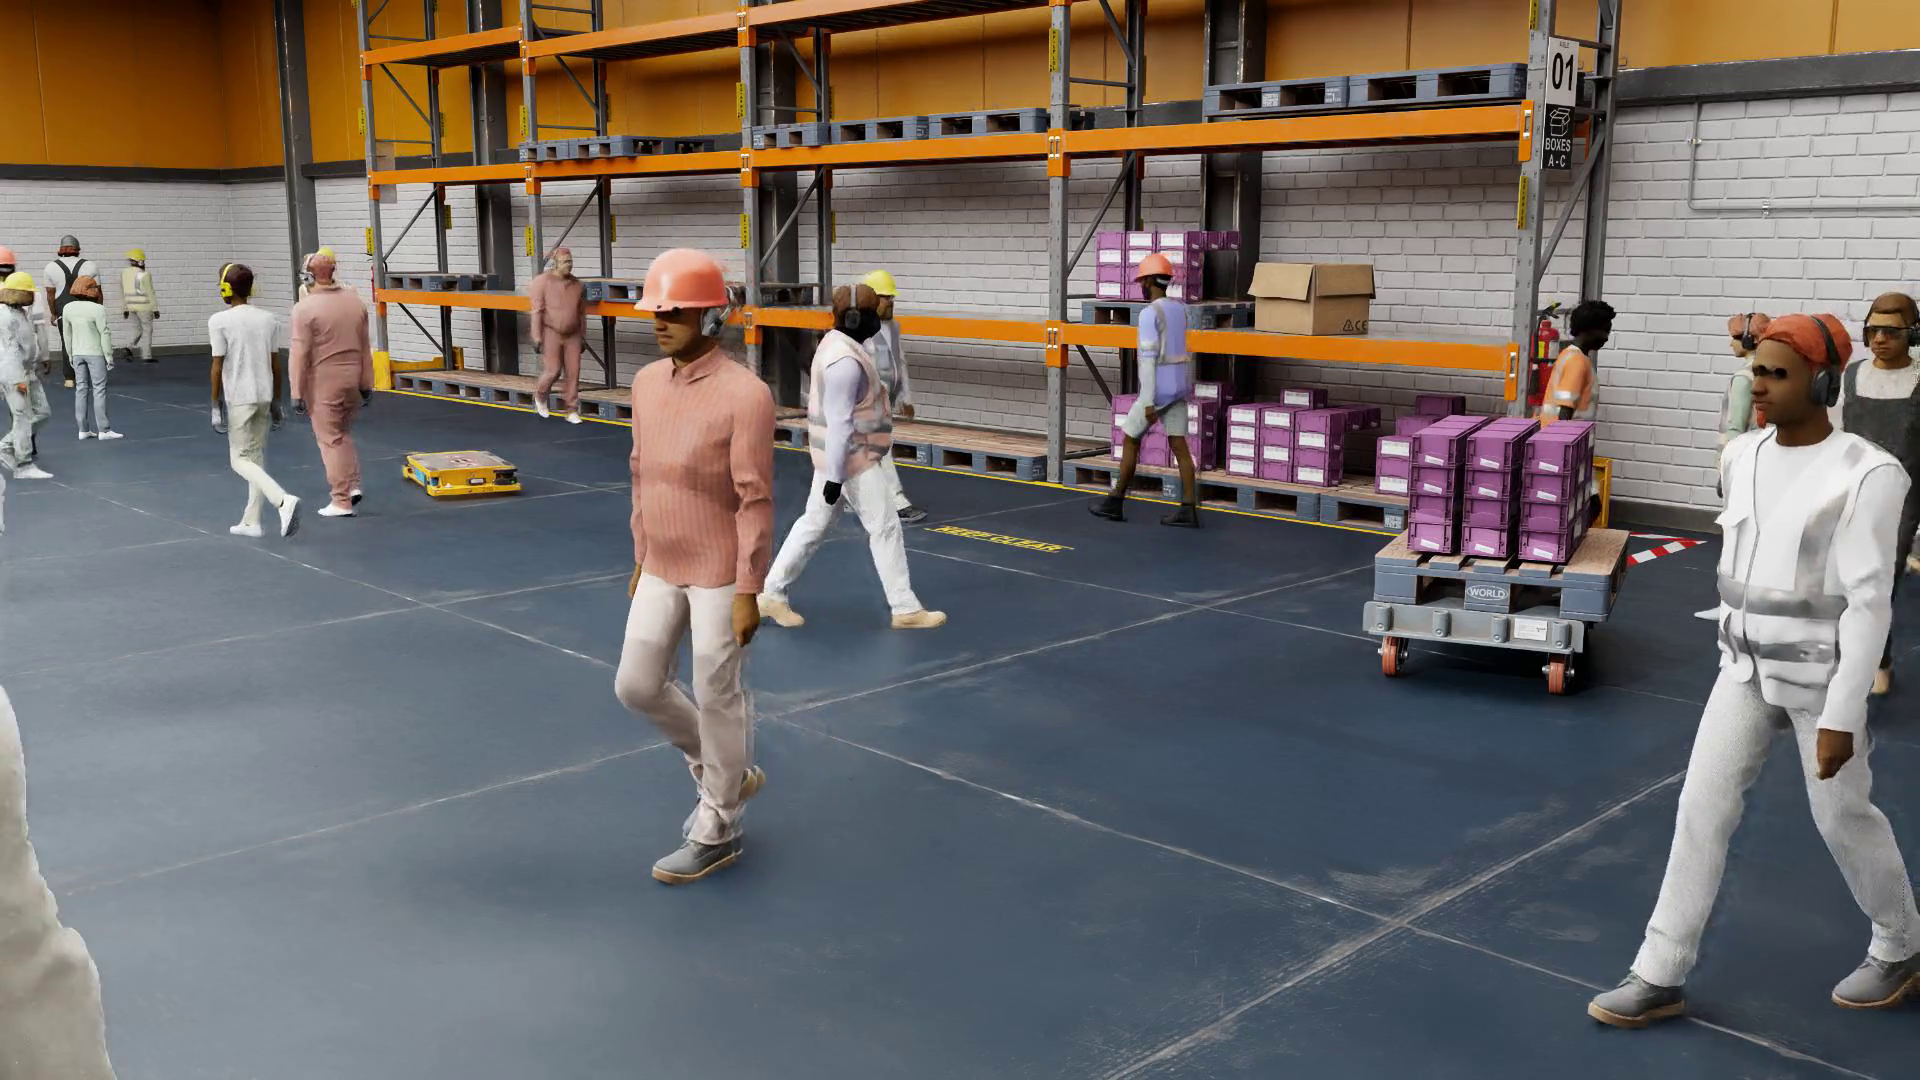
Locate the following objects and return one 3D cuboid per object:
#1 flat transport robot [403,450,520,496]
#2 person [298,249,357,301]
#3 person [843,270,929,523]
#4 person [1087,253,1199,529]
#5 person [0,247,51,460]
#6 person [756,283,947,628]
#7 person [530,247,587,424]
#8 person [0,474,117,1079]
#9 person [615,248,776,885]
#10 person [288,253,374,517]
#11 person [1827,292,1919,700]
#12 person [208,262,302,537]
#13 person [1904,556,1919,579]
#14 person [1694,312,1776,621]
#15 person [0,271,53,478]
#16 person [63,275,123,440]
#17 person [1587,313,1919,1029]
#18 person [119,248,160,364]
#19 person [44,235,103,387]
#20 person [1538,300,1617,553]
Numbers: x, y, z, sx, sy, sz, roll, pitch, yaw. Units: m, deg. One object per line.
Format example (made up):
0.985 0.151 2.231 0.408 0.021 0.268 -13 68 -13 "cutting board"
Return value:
-4.033 -0.554 13.395 0.652 0.197 1.431 -5 12 -27 "flat transport robot"
-6.654 -2.134 17.629 0.608 1.871 0.983 -4 11 -22 "person"
-0.620 -1.032 11.909 0.969 1.783 0.592 6 12 31 "person"
1.314 -1.045 11.642 0.964 1.884 0.552 9 14 41 "person"
-8.630 -1.688 15.106 0.566 1.904 0.828 -9 14 -41 "person"
-0.615 -0.416 8.512 0.993 1.793 0.616 -2 11 -12 "person"
-4.322 -2.190 17.877 0.674 1.896 0.574 -9 14 -41 "person"
-1.196 0.717 1.991 0.645 1.916 0.730 9 14 40 "person"
-0.828 0.092 5.199 0.645 1.982 0.426 8 13 38 "person"
-4.565 -1.107 11.987 0.504 1.889 0.680 5 11 24 "person"
3.870 -0.144 7.028 0.527 1.800 0.974 10 14 44 "person"
-4.666 -0.904 11.000 0.721 1.852 0.514 6 12 31 "person"
5.705 -0.613 9.048 0.628 1.976 1.005 -6 12 -32 "person"
4.107 -0.361 8.640 0.370 1.629 0.526 9 13 39 "person"
-7.822 -1.361 13.821 0.433 1.724 0.482 -2 11 -10 "person"
-8.638 -1.810 16.522 0.508 1.632 0.264 3 11 14 "person"
2.146 0.345 4.234 0.978 1.842 0.608 -3 11 -17 "person"
-12.850 -3.646 26.038 0.598 1.814 0.446 5 11 23 "person"
-11.864 -3.078 22.331 0.675 2.000 0.536 -5 11 -24 "person"
3.397 -0.488 9.224 0.510 1.658 0.560 2 11 12 "person"
